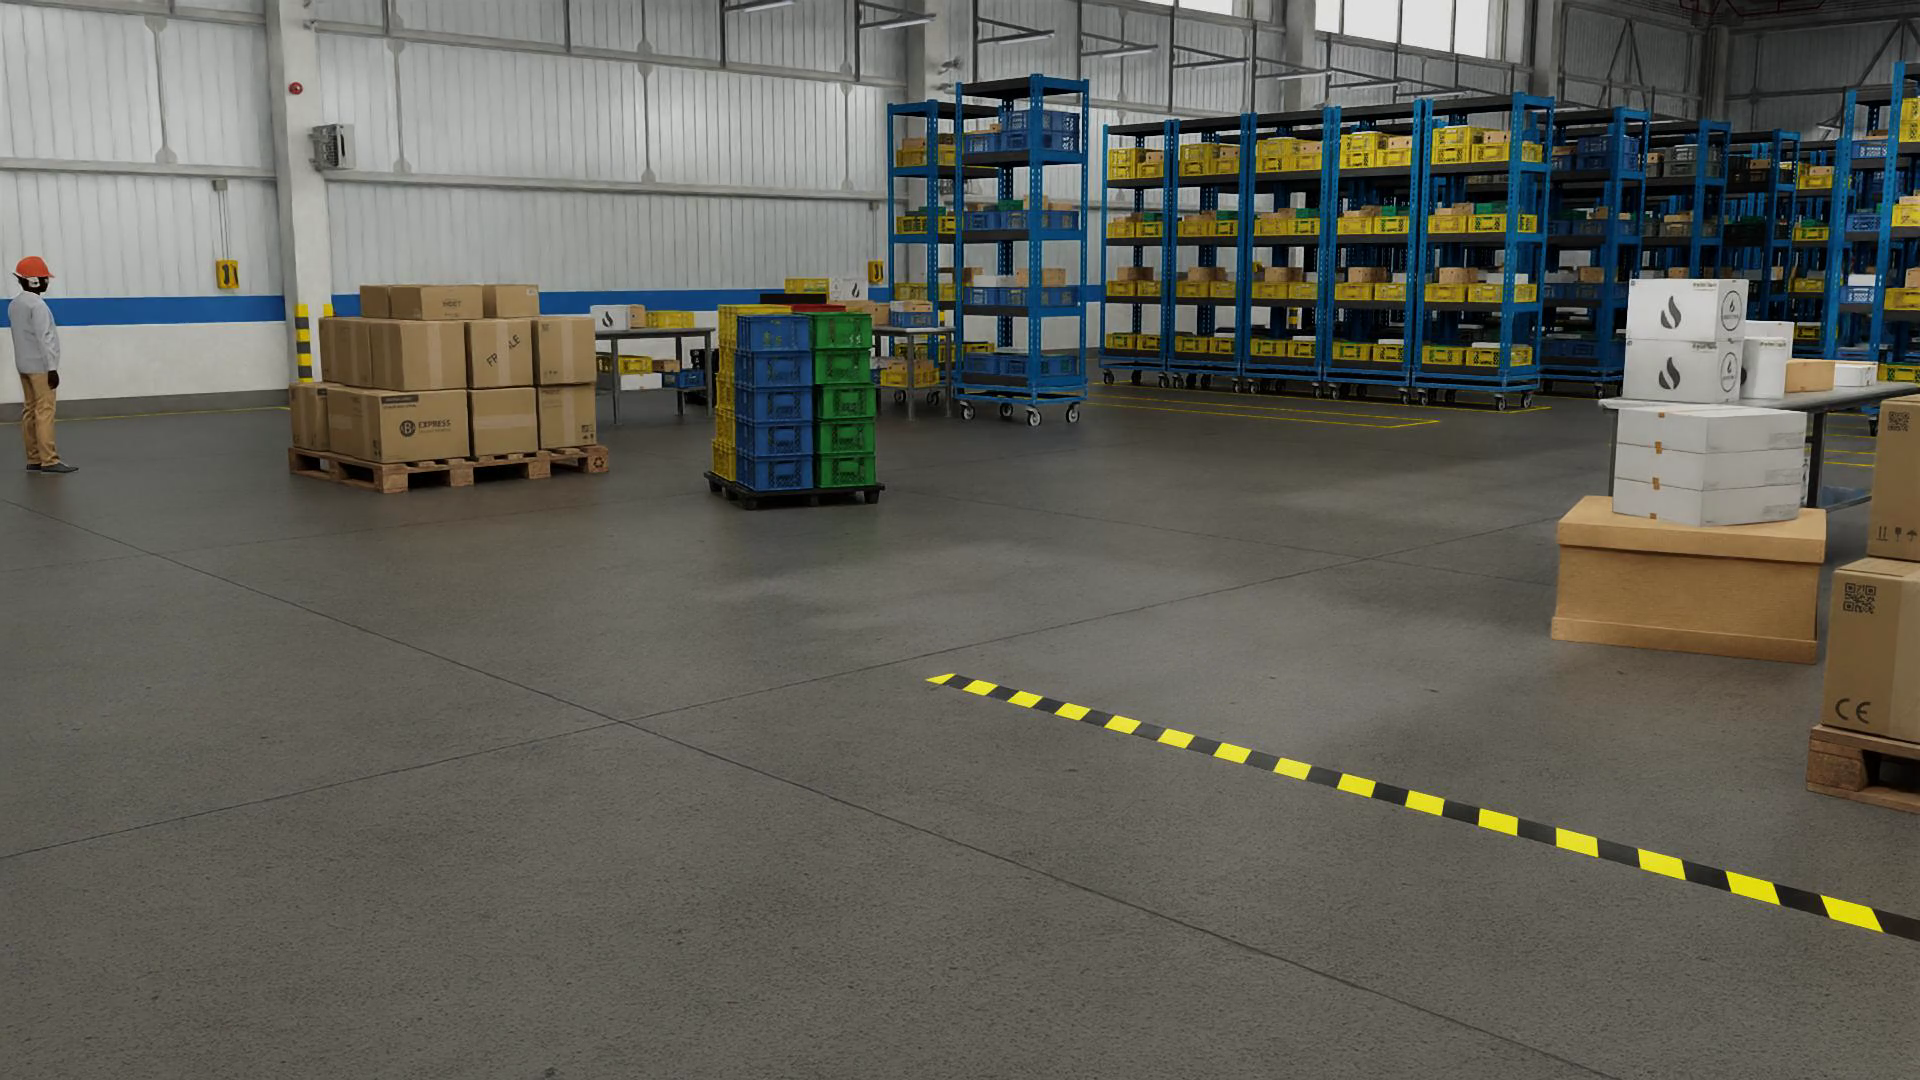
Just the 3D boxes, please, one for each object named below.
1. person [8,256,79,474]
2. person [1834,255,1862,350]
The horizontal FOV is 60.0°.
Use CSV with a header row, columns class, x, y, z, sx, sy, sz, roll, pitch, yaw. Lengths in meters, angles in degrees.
class,x,y,z,sx,sy,sz,roll,pitch,yaw
person,-7.451,-1.411,13.476,0.559,1.752,0.326,8,12,38
person,14.145,-3.615,26.514,0.465,1.827,0.657,-5,11,-30
